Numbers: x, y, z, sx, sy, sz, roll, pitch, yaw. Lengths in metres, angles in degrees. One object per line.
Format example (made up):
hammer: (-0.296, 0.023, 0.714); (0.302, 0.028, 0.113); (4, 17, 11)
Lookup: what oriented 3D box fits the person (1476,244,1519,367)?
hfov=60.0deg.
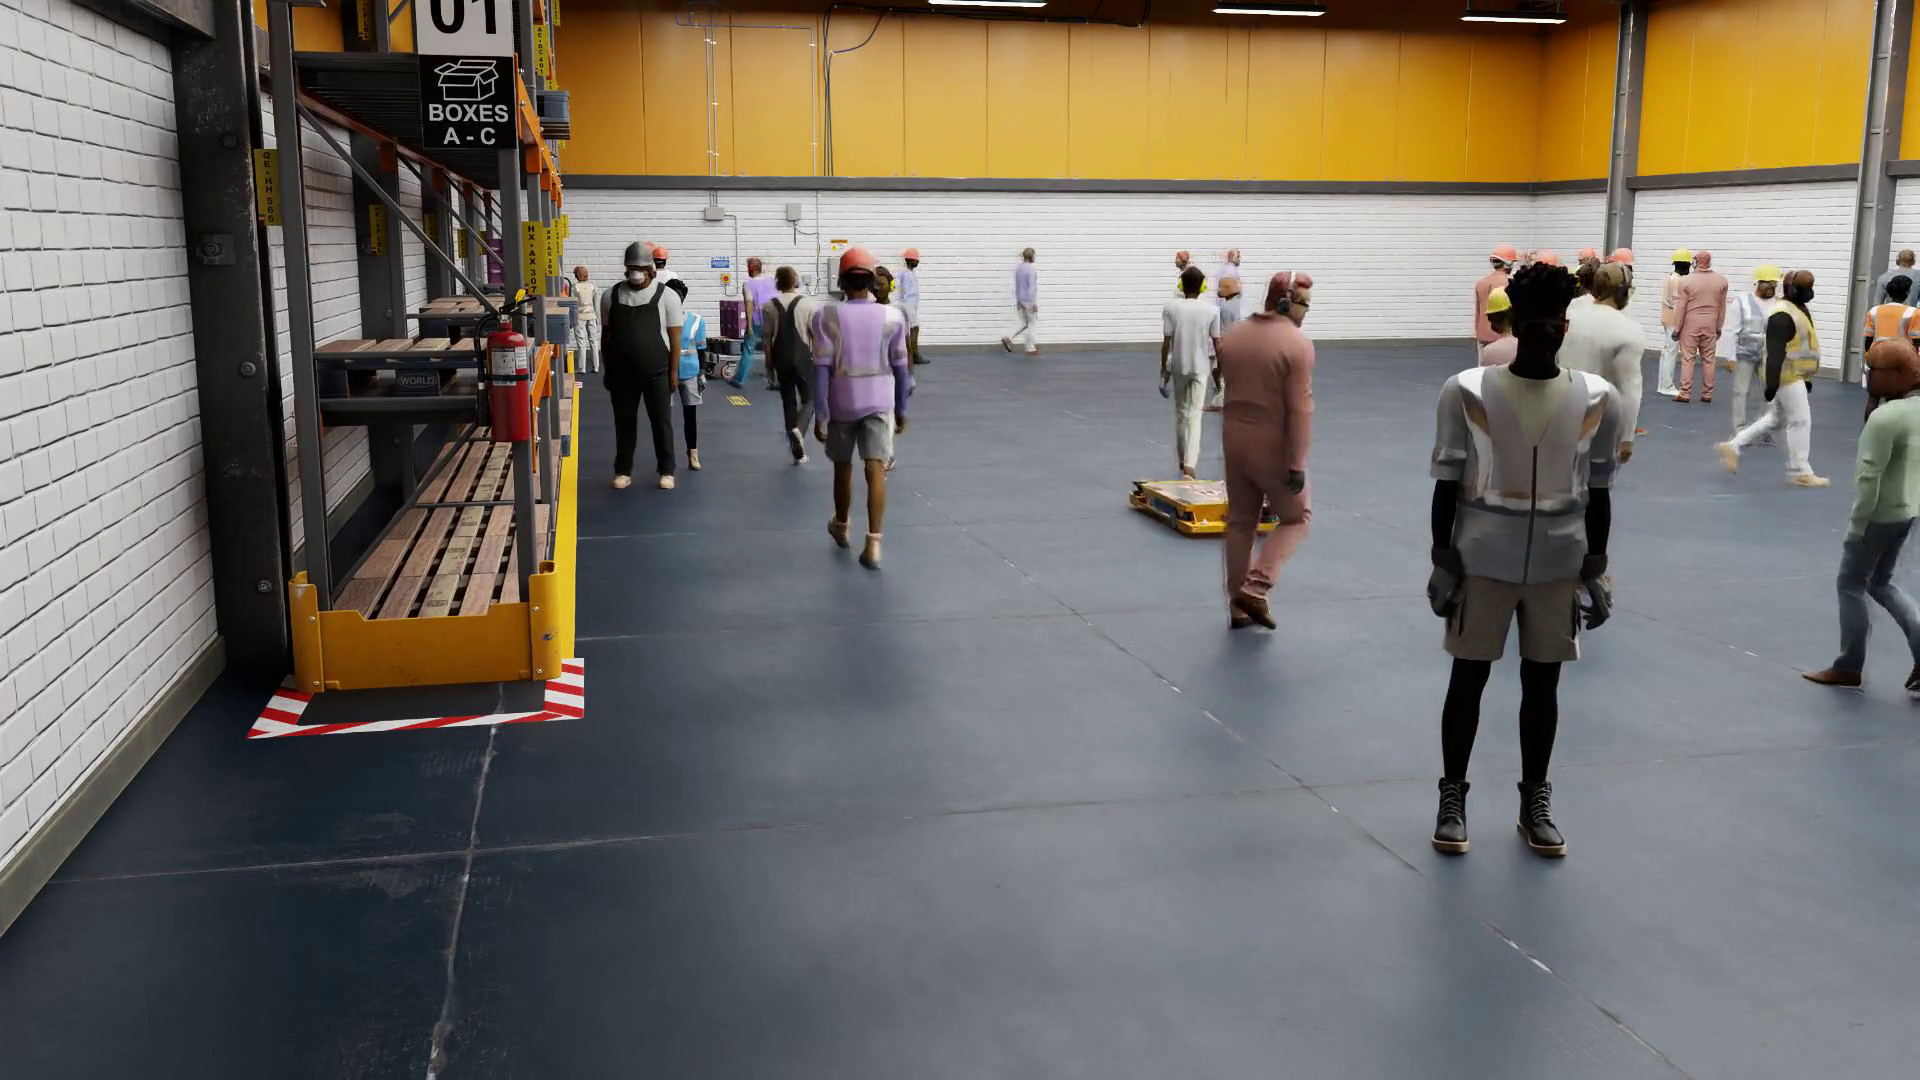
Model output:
person: (5.823, -2.195, 18.019); (0.403, 1.991, 0.618); (-5, 11, -25)

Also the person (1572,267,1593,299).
person: (5.452, -1.533, 14.830); (0.417, 1.811, 0.642); (4, 11, 20)

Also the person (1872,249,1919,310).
person: (12.607, -2.937, 22.361); (0.651, 1.900, 0.903); (4, 11, 21)

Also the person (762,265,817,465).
person: (-1.500, -1.544, 14.890); (0.585, 1.809, 0.616); (1, 10, 7)

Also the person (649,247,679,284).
person: (-4.348, -3.298, 24.267); (0.542, 1.938, 0.358); (-1, 10, -3)

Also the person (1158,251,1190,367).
person: (3.517, -3.705, 26.765); (0.853, 1.850, 0.582); (0, 10, -3)

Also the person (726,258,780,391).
person: (-2.780, -2.934, 22.651); (0.989, 1.787, 0.585); (8, 13, 37)

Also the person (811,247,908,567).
person: (-0.645, -0.864, 10.637); (0.639, 1.980, 1.064); (-2, 11, -13)

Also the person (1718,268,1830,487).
person: (6.857, -1.363, 13.920); (0.833, 1.811, 0.627); (7, 12, 35)

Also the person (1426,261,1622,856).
person: (1.851, 0.073, 5.507); (0.601, 1.967, 0.369); (1, 10, 7)

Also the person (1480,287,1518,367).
person: (3.422, -0.714, 10.471); (0.541, 1.734, 0.580); (-6, 12, -31)

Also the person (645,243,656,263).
person: (-5.269, -3.879, 27.355); (0.647, 1.993, 0.697); (0, 10, 0)

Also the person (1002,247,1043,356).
person: (1.124, -4.166, 29.125); (0.640, 1.922, 0.633); (-4, 11, -20)

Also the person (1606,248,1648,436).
person: (6.841, -2.098, 17.549); (0.623, 1.960, 0.978); (-6, 12, -28)

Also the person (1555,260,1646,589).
person: (3.636, -0.657, 9.687); (0.531, 1.917, 0.652); (-6, 12, -28)

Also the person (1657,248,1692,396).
person: (9.413, -2.860, 21.864); (0.366, 1.926, 0.594); (2, 10, 13)

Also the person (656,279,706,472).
person: (-2.498, -1.451, 14.700); (0.532, 1.696, 0.319); (-3, 11, -15)

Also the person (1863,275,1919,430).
person: (9.128, -1.740, 16.300); (0.316, 1.695, 0.541); (-7, 13, -35)

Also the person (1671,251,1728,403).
person: (9.265, -2.672, 20.898); (0.639, 1.903, 0.407); (0, 10, -1)

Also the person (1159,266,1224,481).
person: (1.989, -1.429, 14.258); (0.536, 1.818, 1.001); (2, 10, 10)

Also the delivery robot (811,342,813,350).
delivery robot: (-2.005, -3.046, 26.440); (0.707, 0.478, 0.477); (-6, 12, -29)

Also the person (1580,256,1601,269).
person: (7.528, -2.486, 20.022); (0.633, 1.846, 0.429); (-6, 12, -32)

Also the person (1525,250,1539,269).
person: (8.685, -3.494, 25.494); (0.657, 1.886, 0.597); (-9, 14, -41)

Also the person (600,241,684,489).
person: (-2.615, -1.422, 13.583); (0.688, 2.000, 0.535); (1, 10, 6)

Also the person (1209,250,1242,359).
person: (4.709, -4.024, 28.484); (0.936, 1.860, 0.670); (-1, 10, -7)

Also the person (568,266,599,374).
person: (-5.751, -3.358, 25.418); (0.513, 1.642, 0.313); (-9, 14, -42)

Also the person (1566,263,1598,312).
person: (5.319, -1.429, 14.181); (0.525, 1.845, 0.507); (-3, 11, -17)

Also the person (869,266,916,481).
person: (-0.677, -1.453, 14.391); (0.555, 1.823, 0.994); (2, 10, 11)

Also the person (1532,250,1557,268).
person: (6.777, -2.383, 19.252); (0.559, 1.916, 0.639); (-4, 11, -22)

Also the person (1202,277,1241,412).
person: (3.233, -2.300, 19.632); (0.658, 1.612, 0.504); (6, 12, 32)

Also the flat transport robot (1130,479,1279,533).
flat transport robot: (1.753, -0.261, 12.058); (0.652, 0.197, 1.431); (-2, 10, -11)

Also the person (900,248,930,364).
person: (-0.886, -3.842, 27.363); (0.726, 1.914, 0.550); (2, 10, 10)

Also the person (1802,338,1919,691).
person: (4.133, -0.095, 7.414); (0.523, 1.612, 0.565); (-8, 13, -38)

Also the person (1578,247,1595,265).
person: (8.375, -2.952, 22.354); (0.551, 1.932, 0.378); (3, 11, 14)

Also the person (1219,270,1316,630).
person: (1.598, -0.450, 8.631); (0.423, 1.881, 0.672); (-8, 13, -39)

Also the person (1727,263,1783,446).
person: (7.855, -1.812, 16.390); (0.613, 1.815, 0.510); (1, 10, 5)
